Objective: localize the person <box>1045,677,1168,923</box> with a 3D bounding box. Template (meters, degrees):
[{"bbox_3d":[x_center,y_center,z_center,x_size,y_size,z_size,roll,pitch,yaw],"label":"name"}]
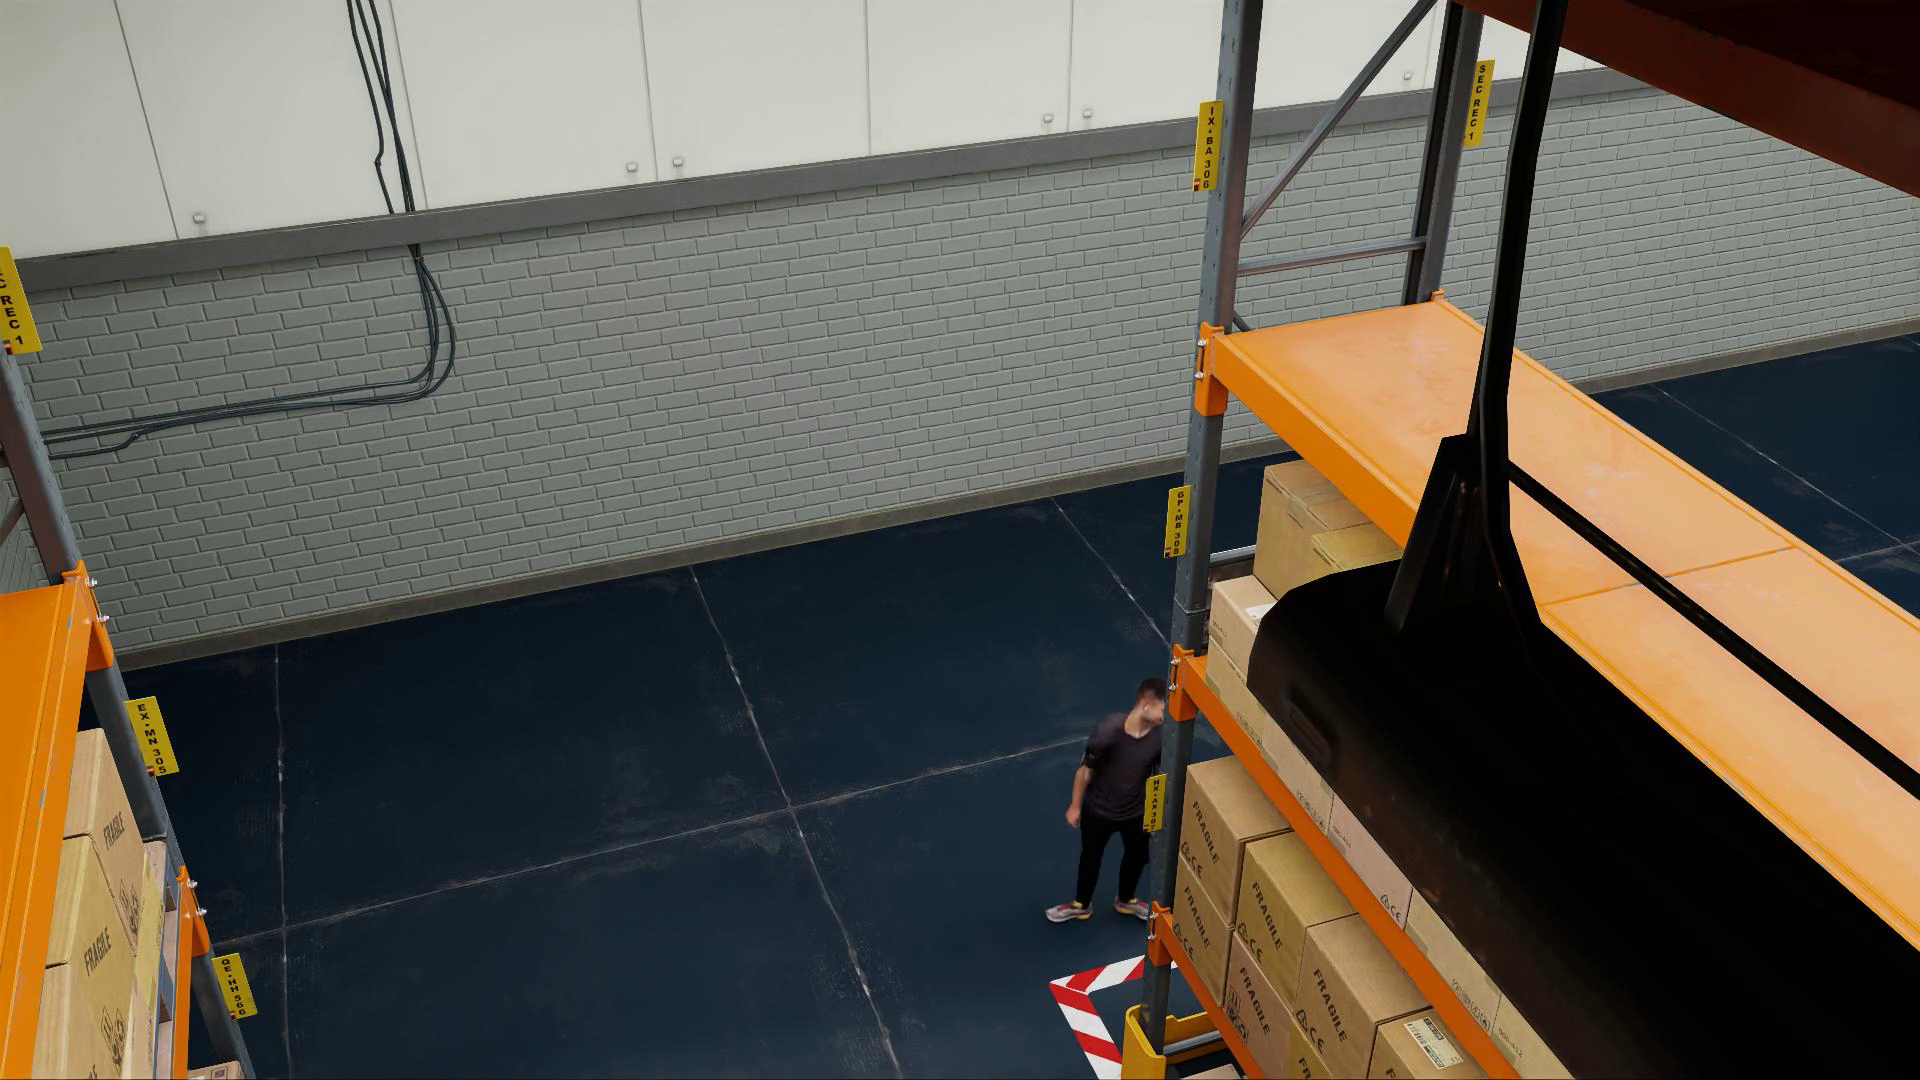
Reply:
[{"bbox_3d":[0.807,1.451,9.144,0.851,1.735,0.643,3,32,5],"label":"person"}]
